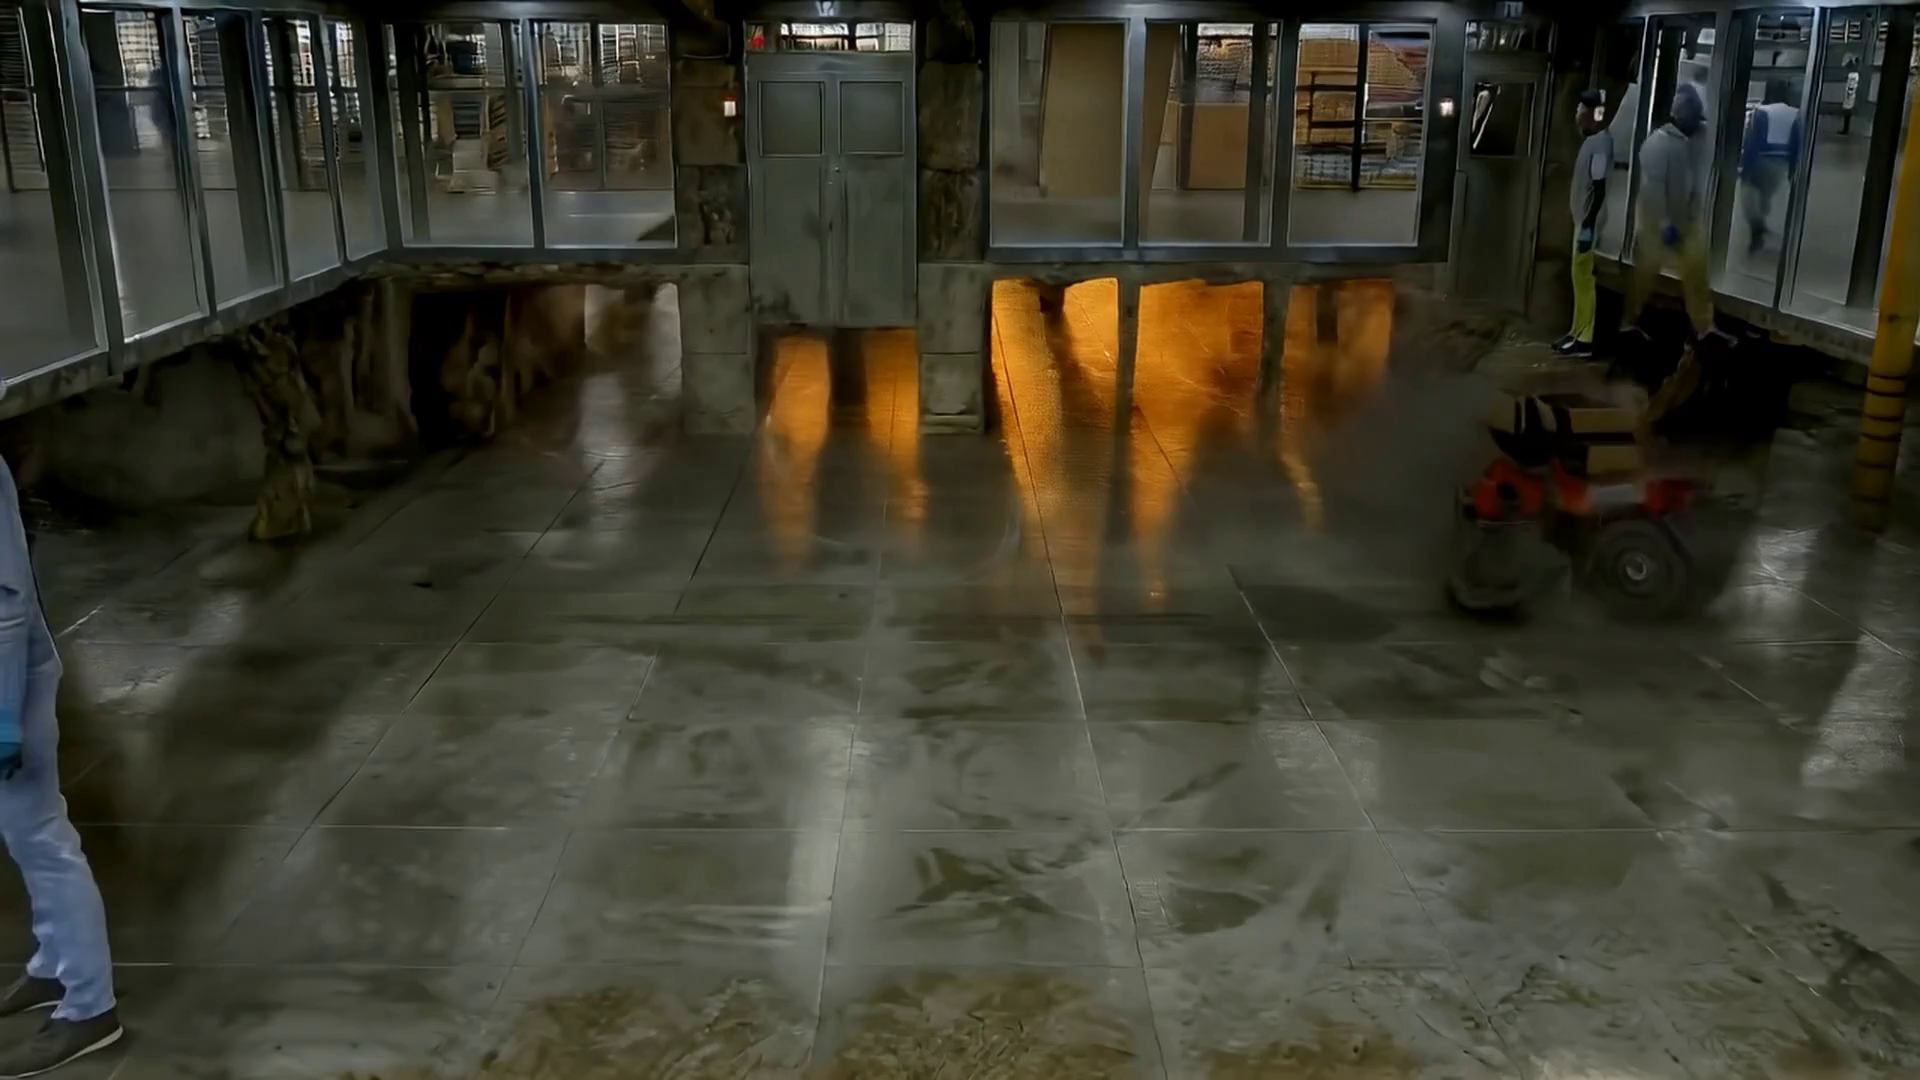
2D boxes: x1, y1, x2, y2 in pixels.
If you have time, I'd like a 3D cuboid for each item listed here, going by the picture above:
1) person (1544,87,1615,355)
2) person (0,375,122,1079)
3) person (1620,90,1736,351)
[{"bbox_3d":[4.432,-2.250,11.823,0.326,1.876,0.518,3,17,12],"label":"person"},{"bbox_3d":[-2.027,0.328,3.467,0.285,1.631,0.502,-11,20,-34],"label":"person"},{"bbox_3d":[5.187,-2.274,11.954,0.672,1.845,0.960,-7,18,-22],"label":"person"}]
